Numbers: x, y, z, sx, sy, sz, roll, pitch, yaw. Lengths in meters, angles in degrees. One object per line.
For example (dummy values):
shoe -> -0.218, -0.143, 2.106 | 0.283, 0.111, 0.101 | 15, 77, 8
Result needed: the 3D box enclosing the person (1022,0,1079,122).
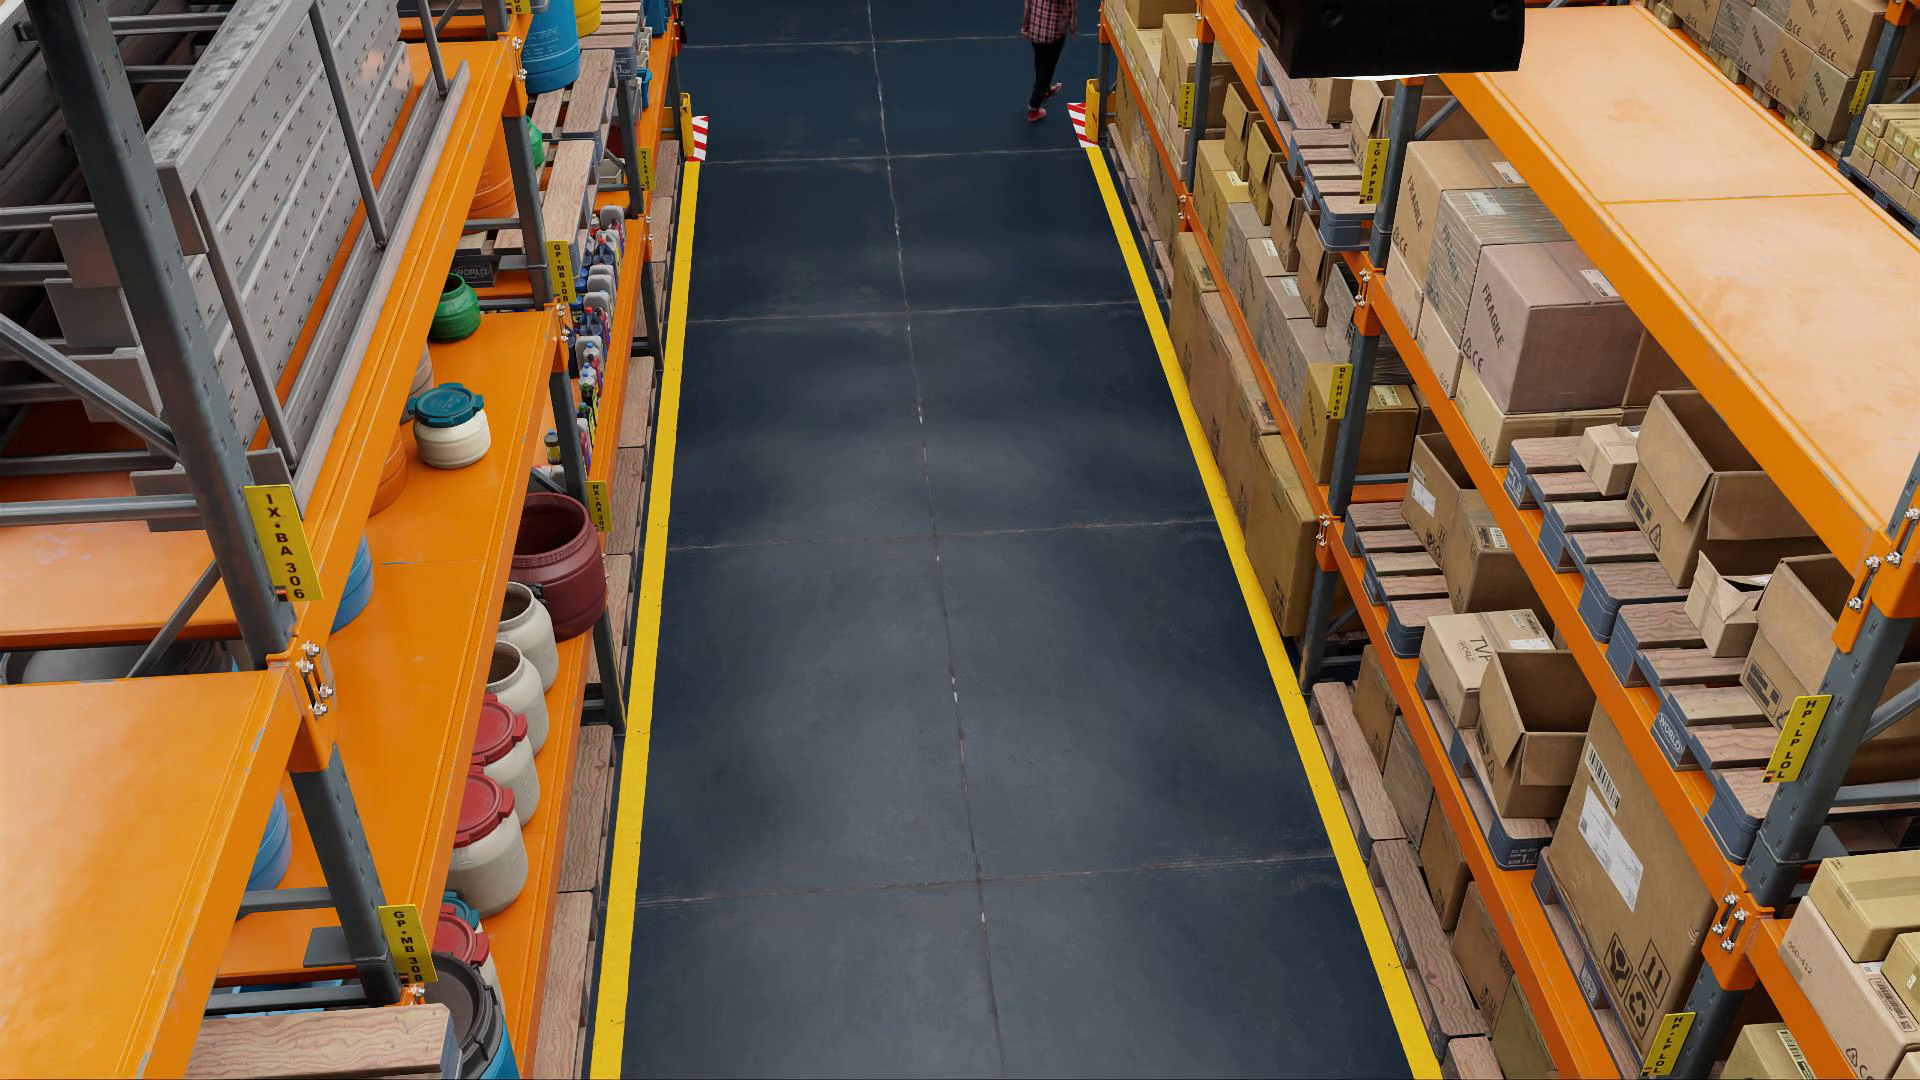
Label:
person -> 0.807, -4.864, 15.990 | 1.055, 1.724, 1.108 | 26, 44, 30
